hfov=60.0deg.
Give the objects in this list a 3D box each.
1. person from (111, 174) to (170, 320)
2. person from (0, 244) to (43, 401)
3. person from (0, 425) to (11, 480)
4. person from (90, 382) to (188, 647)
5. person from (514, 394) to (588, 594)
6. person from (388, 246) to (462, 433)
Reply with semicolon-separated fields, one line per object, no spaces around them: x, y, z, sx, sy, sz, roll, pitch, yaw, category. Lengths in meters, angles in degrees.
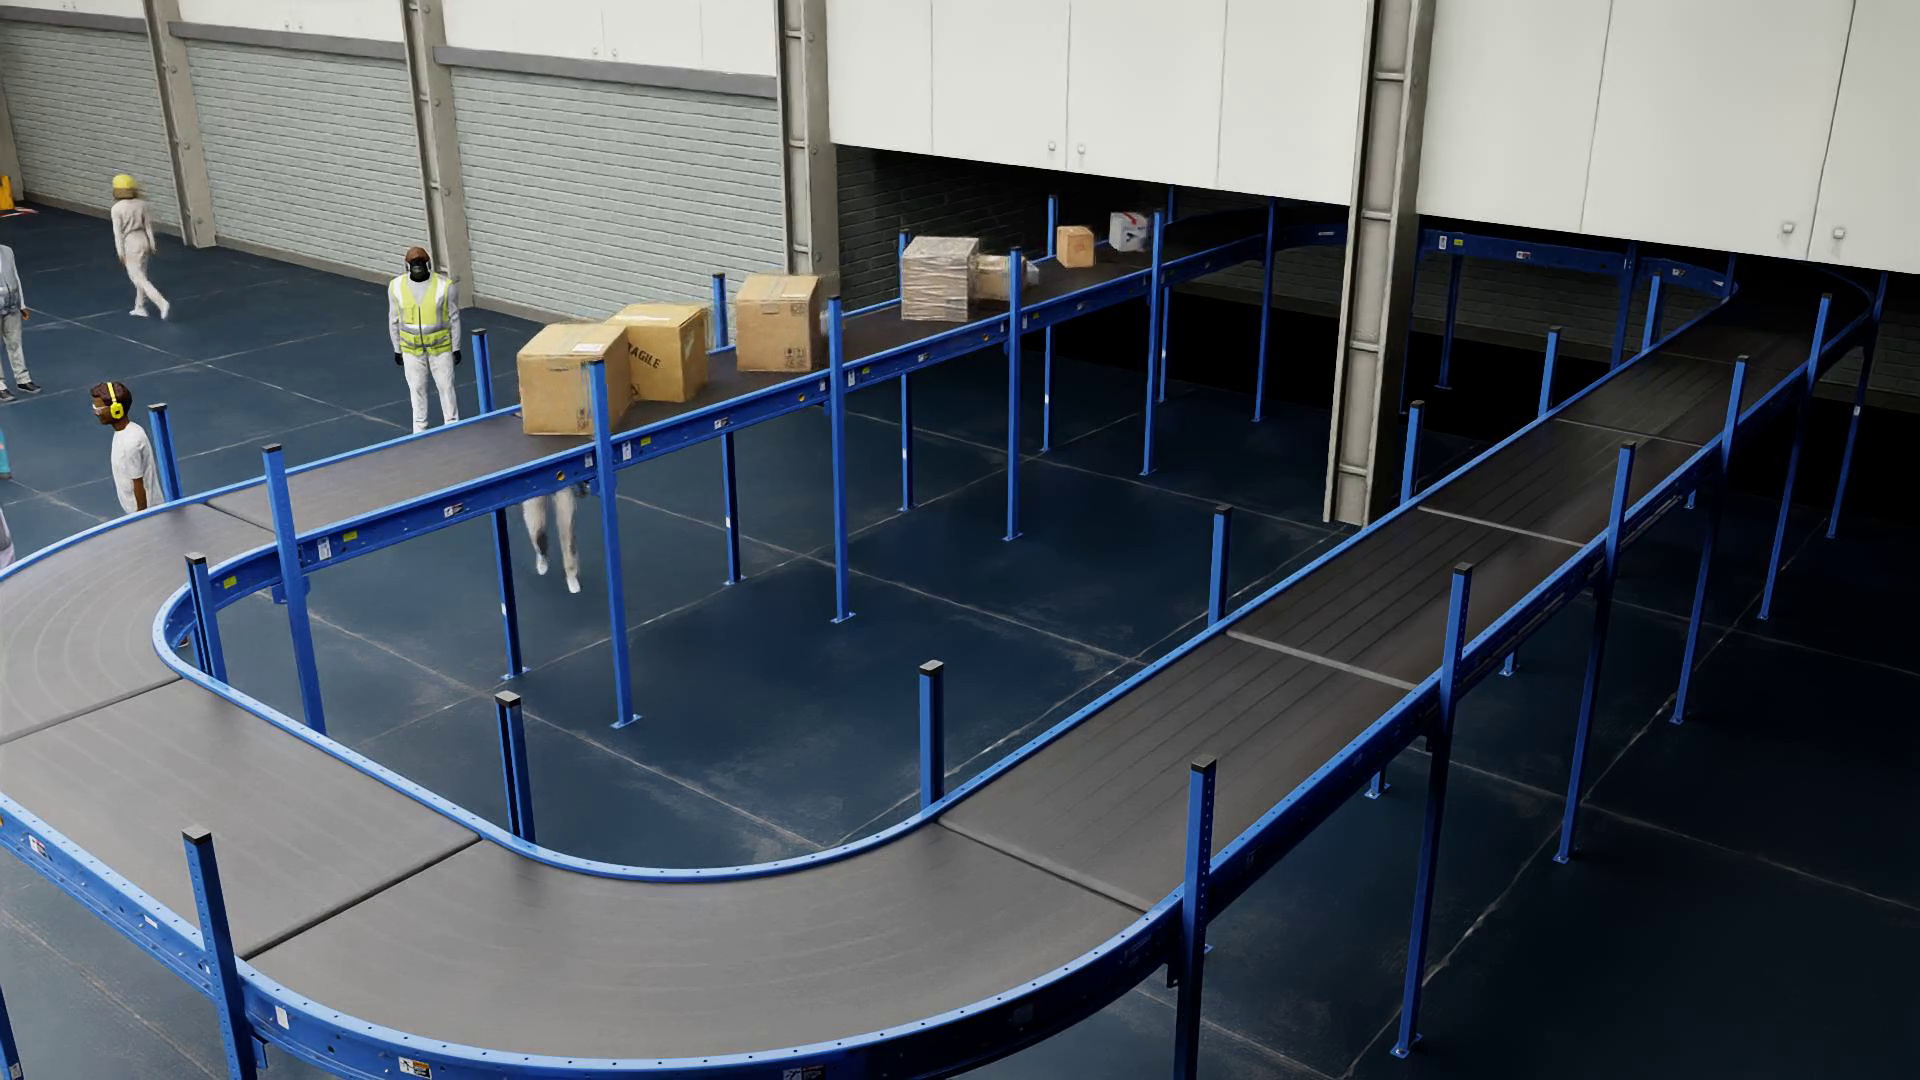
-9.671;-3.443;19.592;0.741;1.721;0.491;9;23;22;person
-9.580;-2.320;16.582;0.403;1.833;0.591;9;23;23;person
-8.425;-1.334;14.064;0.387;1.841;0.565;9;23;23;person
-5.449;-0.151;11.045;0.329;1.861;0.504;-13;25;-29;person
-2.970;-0.411;12.003;0.578;1.623;0.427;-6;22;-14;person
-4.844;-1.746;15.109;0.632;1.846;0.429;-3;22;-7;person
